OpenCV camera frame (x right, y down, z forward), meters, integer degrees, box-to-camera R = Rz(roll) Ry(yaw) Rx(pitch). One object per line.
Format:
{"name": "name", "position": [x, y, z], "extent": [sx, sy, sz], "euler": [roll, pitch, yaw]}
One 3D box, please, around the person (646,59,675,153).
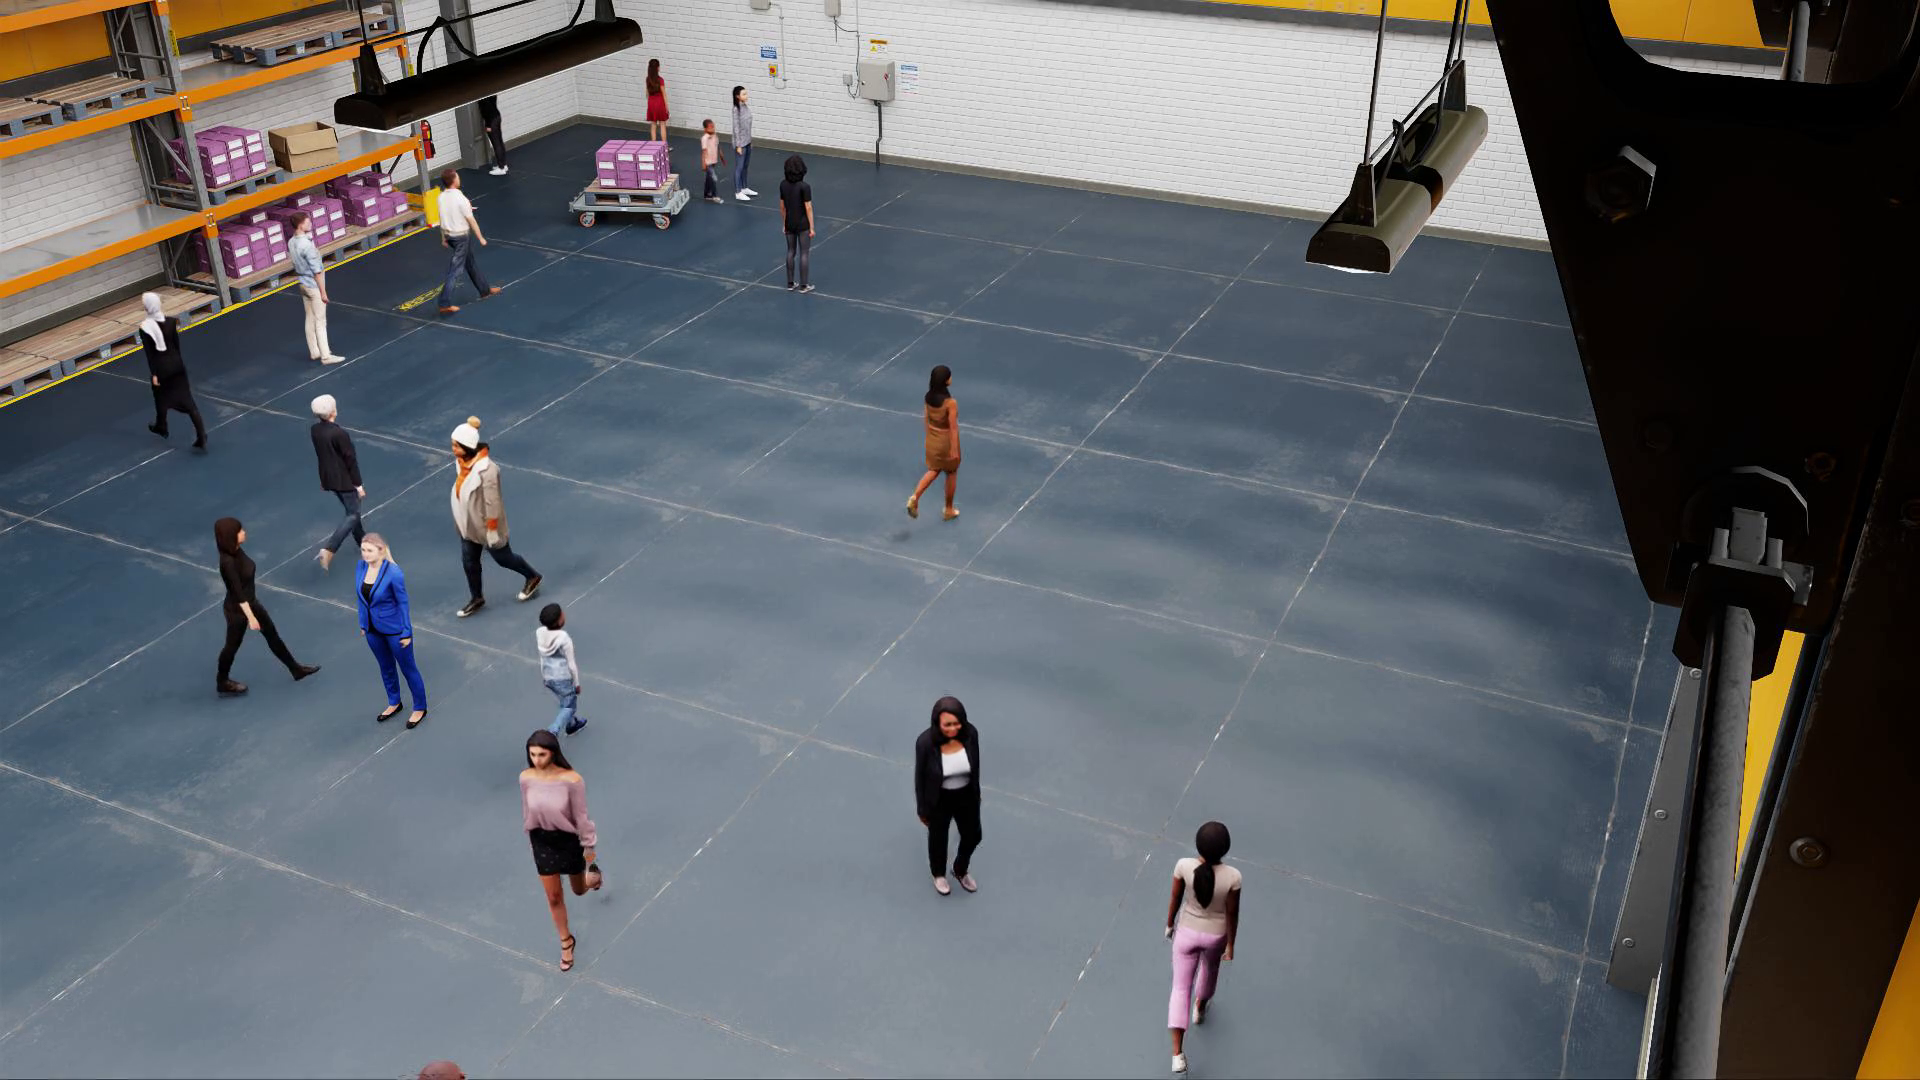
{"name": "person", "position": [-5.150, -7.384, 28.244], "extent": [0.561, 1.552, 0.618], "euler": [10, 30, 17]}

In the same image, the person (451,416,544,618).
{"name": "person", "position": [-4.150, -0.240, 14.807], "extent": [0.890, 1.877, 1.141], "euler": [22, 35, 34]}

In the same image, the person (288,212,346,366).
{"name": "person", "position": [-7.788, -3.034, 19.962], "extent": [0.713, 1.846, 0.652], "euler": [24, 37, 37]}

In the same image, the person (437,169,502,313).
{"name": "person", "position": [-6.530, -3.800, 21.413], "extent": [0.874, 1.801, 1.324], "euler": [21, 35, 33]}

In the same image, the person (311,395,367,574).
{"name": "person", "position": [-5.839, -0.501, 15.629], "extent": [0.851, 1.765, 1.070], "euler": [18, 34, 30]}

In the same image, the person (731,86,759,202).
{"name": "person", "position": [-3.394, -6.195, 25.877], "extent": [0.689, 1.732, 0.488], "euler": [10, 30, 17]}

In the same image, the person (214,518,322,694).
{"name": "person", "position": [-5.949, 0.581, 13.593], "extent": [1.070, 1.599, 1.083], "euler": [-6, 29, -11]}

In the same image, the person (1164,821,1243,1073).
{"name": "person", "position": [1.437, 2.456, 10.041], "extent": [0.732, 1.710, 1.152], "euler": [7, 29, 13]}

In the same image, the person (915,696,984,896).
{"name": "person", "position": [-0.117, 1.722, 11.492], "extent": [0.785, 1.608, 0.861], "euler": [-13, 31, -22]}

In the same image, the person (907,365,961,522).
{"name": "person", "position": [-0.231, -0.891, 16.214], "extent": [0.954, 1.673, 0.747], "euler": [-25, 37, -38]}

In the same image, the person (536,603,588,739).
{"name": "person", "position": [-3.177, 1.084, 13.039], "extent": [0.510, 1.247, 0.796], "euler": [15, 32, 26]}

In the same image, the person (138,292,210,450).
{"name": "person", "position": [-8.367, -1.748, 17.731], "extent": [0.780, 1.724, 1.130], "euler": [17, 33, 28]}

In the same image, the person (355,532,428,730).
{"name": "person", "position": [-4.556, 0.700, 13.268], "extent": [0.633, 1.701, 0.561], "euler": [10, 30, 18]}

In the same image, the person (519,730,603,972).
{"name": "person", "position": [-2.584, 1.951, 10.872], "extent": [0.824, 1.800, 1.035], "euler": [3, 29, 6]}

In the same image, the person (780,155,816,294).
{"name": "person", "position": [-2.174, -4.203, 22.125], "extent": [0.641, 1.827, 0.527], "euler": [14, 32, 24]}

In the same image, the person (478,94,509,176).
{"name": "person", "position": [-7.574, -6.793, 27.020], "extent": [0.739, 1.685, 0.610], "euler": [1, 29, 2]}

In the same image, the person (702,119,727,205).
{"name": "person", "position": [-3.920, -5.872, 25.744], "extent": [0.604, 1.291, 0.570], "euler": [9, 30, 16]}
